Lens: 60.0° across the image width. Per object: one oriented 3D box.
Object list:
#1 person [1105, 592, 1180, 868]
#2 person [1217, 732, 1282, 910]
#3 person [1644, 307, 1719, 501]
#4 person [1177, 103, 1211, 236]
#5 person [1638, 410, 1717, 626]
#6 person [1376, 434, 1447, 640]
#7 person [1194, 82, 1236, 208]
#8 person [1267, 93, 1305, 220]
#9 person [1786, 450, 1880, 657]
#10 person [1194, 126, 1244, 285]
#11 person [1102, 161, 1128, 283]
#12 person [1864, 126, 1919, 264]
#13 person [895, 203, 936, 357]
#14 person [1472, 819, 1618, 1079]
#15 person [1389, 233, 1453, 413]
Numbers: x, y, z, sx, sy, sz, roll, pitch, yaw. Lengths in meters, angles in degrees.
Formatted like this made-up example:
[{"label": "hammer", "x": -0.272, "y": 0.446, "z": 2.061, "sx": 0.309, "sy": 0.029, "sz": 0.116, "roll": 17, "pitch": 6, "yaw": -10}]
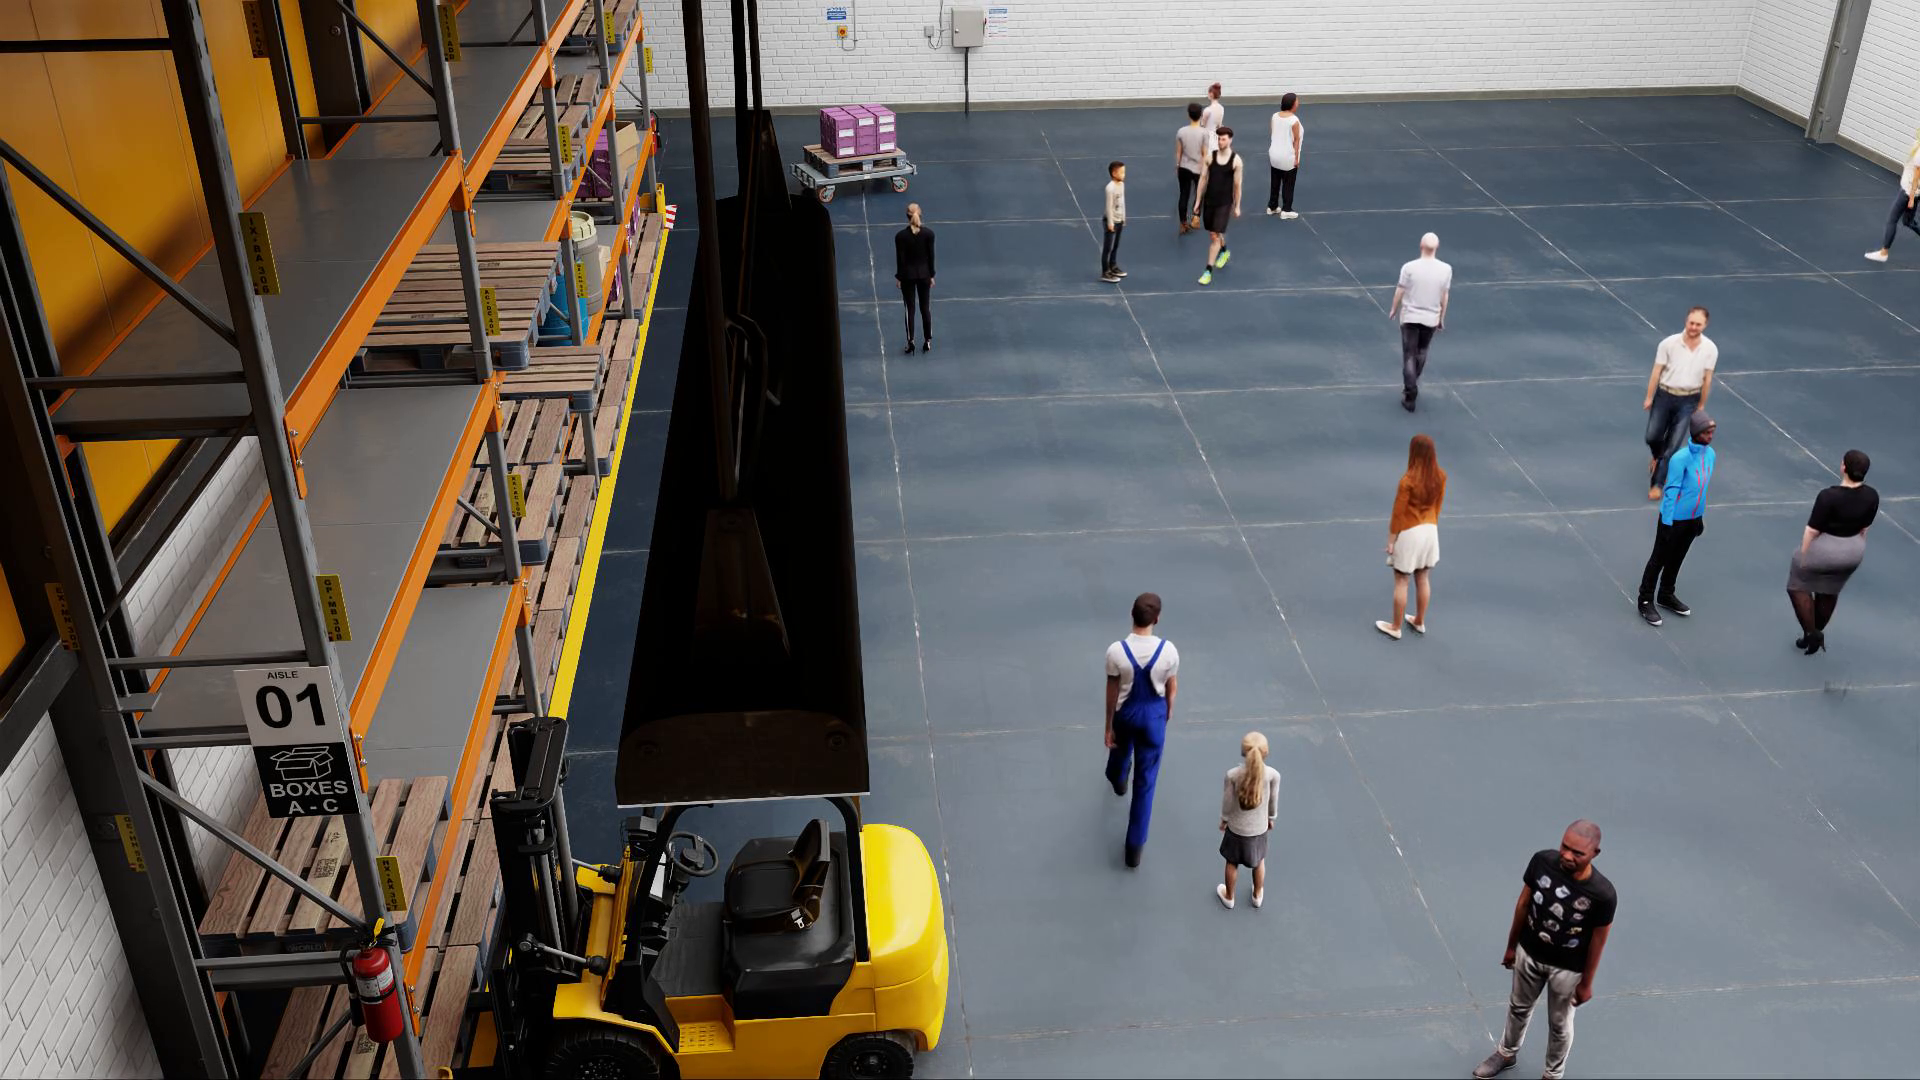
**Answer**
[{"label": "person", "x": 1.148, "y": 1.248, "z": 10.613, "sx": 0.834, "sy": 1.791, "sz": 1.282, "roll": 4, "pitch": 29, "yaw": 7}, {"label": "person", "x": 1.780, "y": 1.729, "z": 10.268, "sx": 0.511, "sy": 1.277, "sz": 0.525, "roll": 0, "pitch": 29, "yaw": -1}, {"label": "person", "x": 6.578, "y": -1.304, "z": 15.237, "sx": 0.933, "sy": 1.843, "sz": 1.037, "roll": 14, "pitch": 32, "yaw": 24}, {"label": "person", "x": 3.030, "y": -4.856, "z": 21.908, "sx": 0.761, "sy": 1.692, "sz": 0.797, "roll": 12, "pitch": 31, "yaw": 21}, {"label": "person", "x": 5.737, "y": -0.201, "z": 13.266, "sx": 0.685, "sy": 1.794, "sz": 0.680, "roll": -15, "pitch": 32, "yaw": -25}, {"label": "person", "x": 3.569, "y": -0.022, "z": 13.018, "sx": 0.667, "sy": 1.717, "sz": 0.654, "roll": -11, "pitch": 30, "yaw": -19}, {"label": "person", "x": 3.470, "y": -5.298, "z": 22.632, "sx": 0.929, "sy": 1.774, "sz": 1.020, "roll": -24, "pitch": 37, "yaw": -37}, {"label": "person", "x": 4.432, "y": -5.238, "z": 22.611, "sx": 0.818, "sy": 1.688, "sz": 0.709, "roll": -18, "pitch": 33, "yaw": -29}, {"label": "person", "x": 6.658, "y": 0.168, "z": 12.640, "sx": 0.675, "sy": 1.747, "sz": 0.769, "roll": -1, "pitch": 29, "yaw": -2}, {"label": "person", "x": 3.202, "y": -4.151, "z": 20.448, "sx": 1.141, "sy": 1.852, "sz": 1.296, "roll": 16, "pitch": 32, "yaw": 27}, {"label": "person", "x": 1.878, "y": -3.930, "z": 20.448, "sx": 0.698, "sy": 1.463, "sz": 0.623, "roll": 17, "pitch": 33, "yaw": 28}, {"label": "person", "x": 11.975, "y": -4.285, "z": 20.761, "sx": 1.096, "sy": 1.786, "sz": 1.030, "roll": 22, "pitch": 35, "yaw": 34}, {"label": "person", "x": -0.485, "y": -2.852, "z": 18.218, "sx": 0.643, "sy": 1.706, "sz": 0.585, "roll": -7, "pitch": 29, "yaw": -12}, {"label": "person", "x": 3.154, "y": 2.215, "z": 8.826, "sx": 0.744, "sy": 1.805, "sz": 0.817, "roll": 25, "pitch": 37, "yaw": 38}, {"label": "person", "x": 4.676, "y": -2.180, "z": 16.887, "sx": 0.727, "sy": 1.800, "sz": 1.064, "roll": -1, "pitch": 29, "yaw": -2}]
